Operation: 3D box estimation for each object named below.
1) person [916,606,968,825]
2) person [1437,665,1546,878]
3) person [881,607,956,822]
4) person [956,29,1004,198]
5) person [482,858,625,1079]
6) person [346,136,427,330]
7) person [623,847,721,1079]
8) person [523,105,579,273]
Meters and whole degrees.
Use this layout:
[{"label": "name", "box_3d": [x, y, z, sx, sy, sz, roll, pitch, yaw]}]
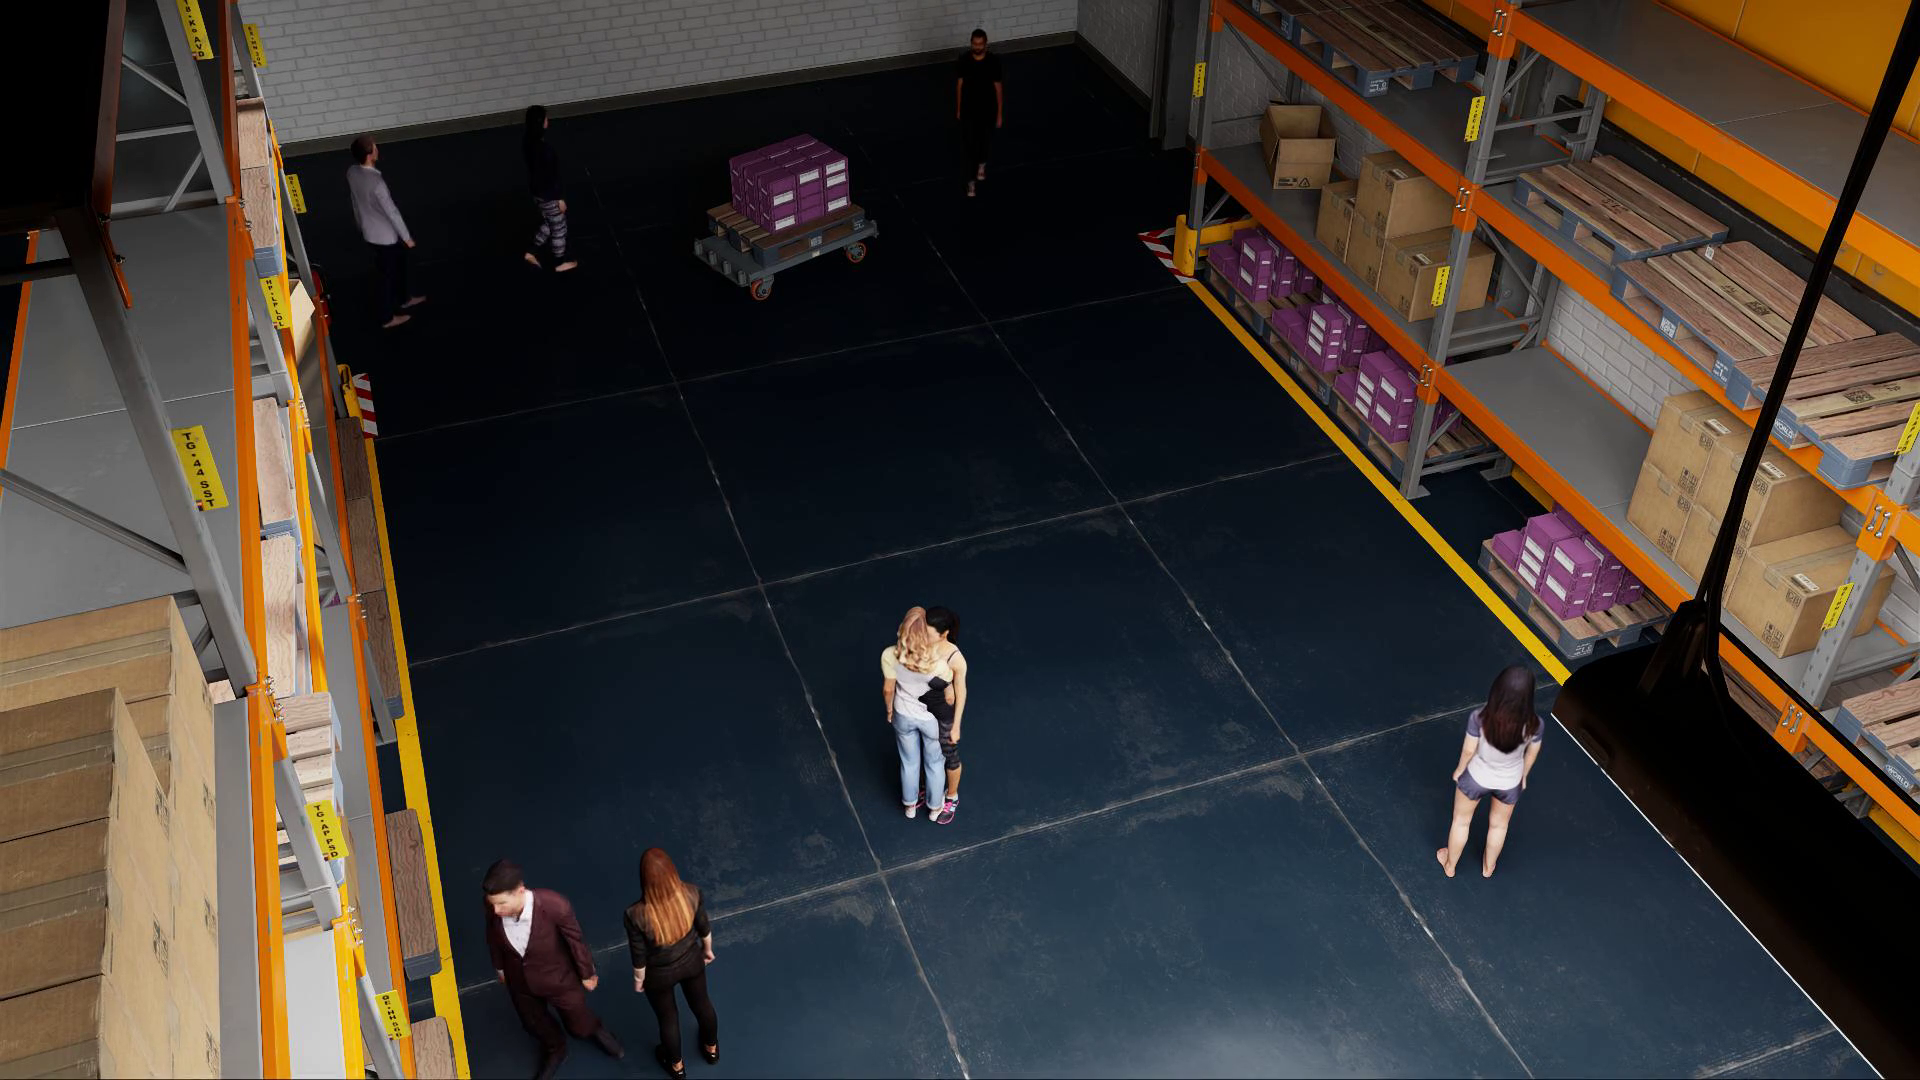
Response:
[{"label": "person", "box_3d": [-0.138, 1.073, 10.434, 0.641, 1.726, 0.728, 24, 45, 27]}, {"label": "person", "box_3d": [3.205, 1.410, 10.028, 0.673, 1.706, 0.672, 4, 39, 5]}, {"label": "person", "box_3d": [-0.246, 1.104, 10.397, 0.712, 1.723, 0.728, 8, 39, 10]}, {"label": "person", "box_3d": [0.208, -4.524, 17.452, 0.938, 1.713, 1.208, 2, 39, 2]}, {"label": "person", "box_3d": [-2.204, 2.279, 8.836, 0.892, 1.835, 0.938, 0, 39, 0]}, {"label": "person", "box_3d": [-5.359, -2.764, 15.155, 0.891, 1.830, 0.861, -28, 46, -31]}, {"label": "person", "box_3d": [-1.542, 2.283, 8.930, 0.644, 1.711, 0.581, -20, 43, -23]}, {"label": "person", "box_3d": [-4.029, -3.303, 15.915, 0.800, 1.723, 0.782, -28, 46, -30]}]
